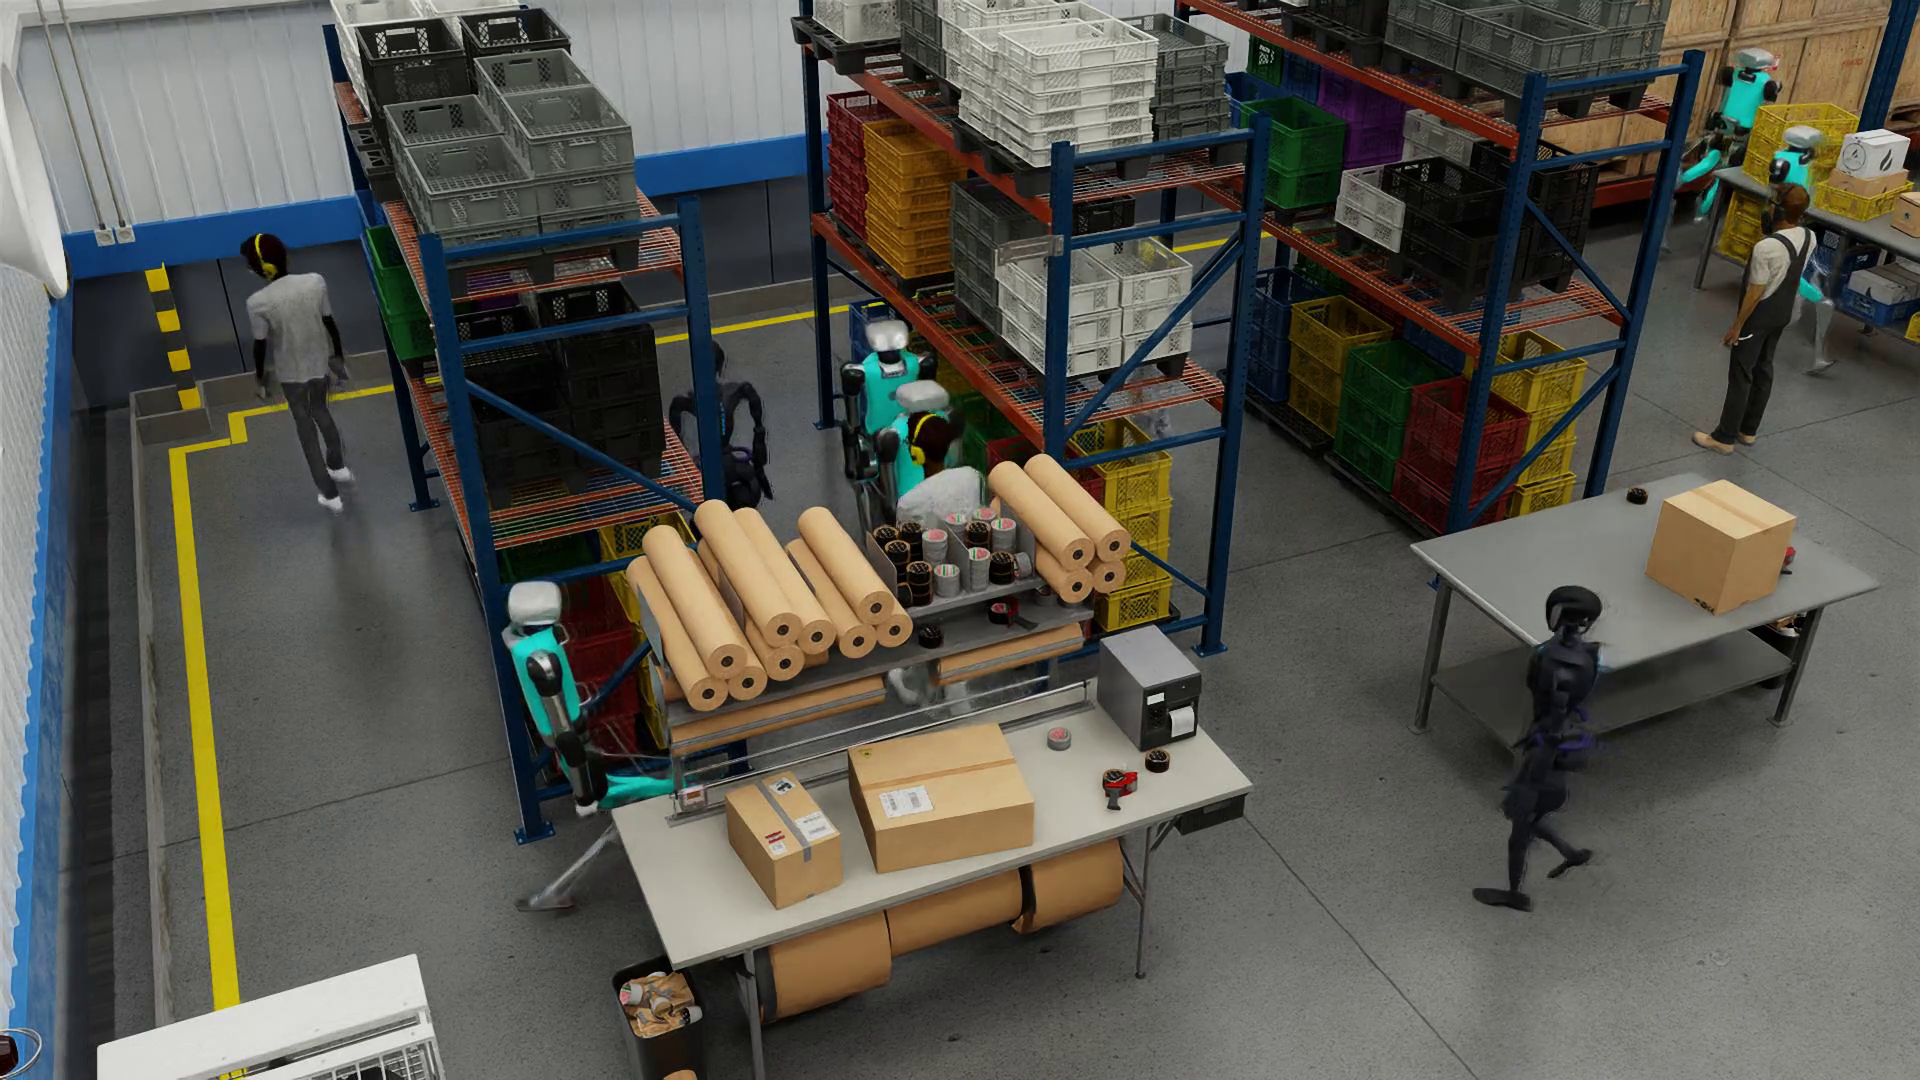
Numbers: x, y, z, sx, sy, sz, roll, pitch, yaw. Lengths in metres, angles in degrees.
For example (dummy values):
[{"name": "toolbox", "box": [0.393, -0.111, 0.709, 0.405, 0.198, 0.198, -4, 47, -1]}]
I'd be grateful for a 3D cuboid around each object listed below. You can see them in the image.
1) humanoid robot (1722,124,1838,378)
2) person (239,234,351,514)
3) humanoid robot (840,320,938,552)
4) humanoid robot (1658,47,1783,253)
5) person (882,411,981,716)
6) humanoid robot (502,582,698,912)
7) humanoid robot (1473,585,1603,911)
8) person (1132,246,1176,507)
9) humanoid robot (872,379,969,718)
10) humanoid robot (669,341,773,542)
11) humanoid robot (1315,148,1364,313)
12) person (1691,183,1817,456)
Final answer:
[{"name": "humanoid robot", "box": [6.099, -2.005, 11.867, 0.531, 1.780, 0.999, -28, 41, -37]}, {"name": "person", "box": [-4.075, -1.057, 10.191, 0.679, 1.830, 0.534, 27, 41, 36]}, {"name": "humanoid robot", "box": [-0.455, -0.514, 9.416, 0.541, 1.769, 0.837, -10, 33, -15]}, {"name": "humanoid robot", "box": [6.116, -3.098, 13.655, 1.029, 1.767, 0.535, -15, 35, -23]}, {"name": "person", "box": [-0.192, 0.189, 8.165, 0.852, 1.834, 0.500, 26, 40, 35]}, {"name": "humanoid robot", "box": [-1.483, 0.896, 7.131, 1.039, 1.739, 0.549, -13, 34, -20]}, {"name": "humanoid robot", "box": [2.562, 0.932, 7.116, 0.460, 1.647, 0.585, 10, 33, 15]}, {"name": "person", "box": [1.187, -1.010, 10.231, 0.353, 1.715, 0.562, 6, 32, 10]}, {"name": "humanoid robot", "box": [-0.048, 0.129, 8.409, 0.548, 1.821, 0.766, -23, 39, -33]}, {"name": "humanoid robot", "box": [-1.347, -0.346, 9.227, 0.602, 1.619, 0.746, -14, 34, -22]}, {"name": "humanoid robot", "box": [2.968, -2.540, 12.800, 0.762, 1.637, 0.613, -7, 32, -12]}, {"name": "person", "box": [5.175, -1.422, 10.776, 0.506, 1.846, 0.346, -17, 35, -25]}]
